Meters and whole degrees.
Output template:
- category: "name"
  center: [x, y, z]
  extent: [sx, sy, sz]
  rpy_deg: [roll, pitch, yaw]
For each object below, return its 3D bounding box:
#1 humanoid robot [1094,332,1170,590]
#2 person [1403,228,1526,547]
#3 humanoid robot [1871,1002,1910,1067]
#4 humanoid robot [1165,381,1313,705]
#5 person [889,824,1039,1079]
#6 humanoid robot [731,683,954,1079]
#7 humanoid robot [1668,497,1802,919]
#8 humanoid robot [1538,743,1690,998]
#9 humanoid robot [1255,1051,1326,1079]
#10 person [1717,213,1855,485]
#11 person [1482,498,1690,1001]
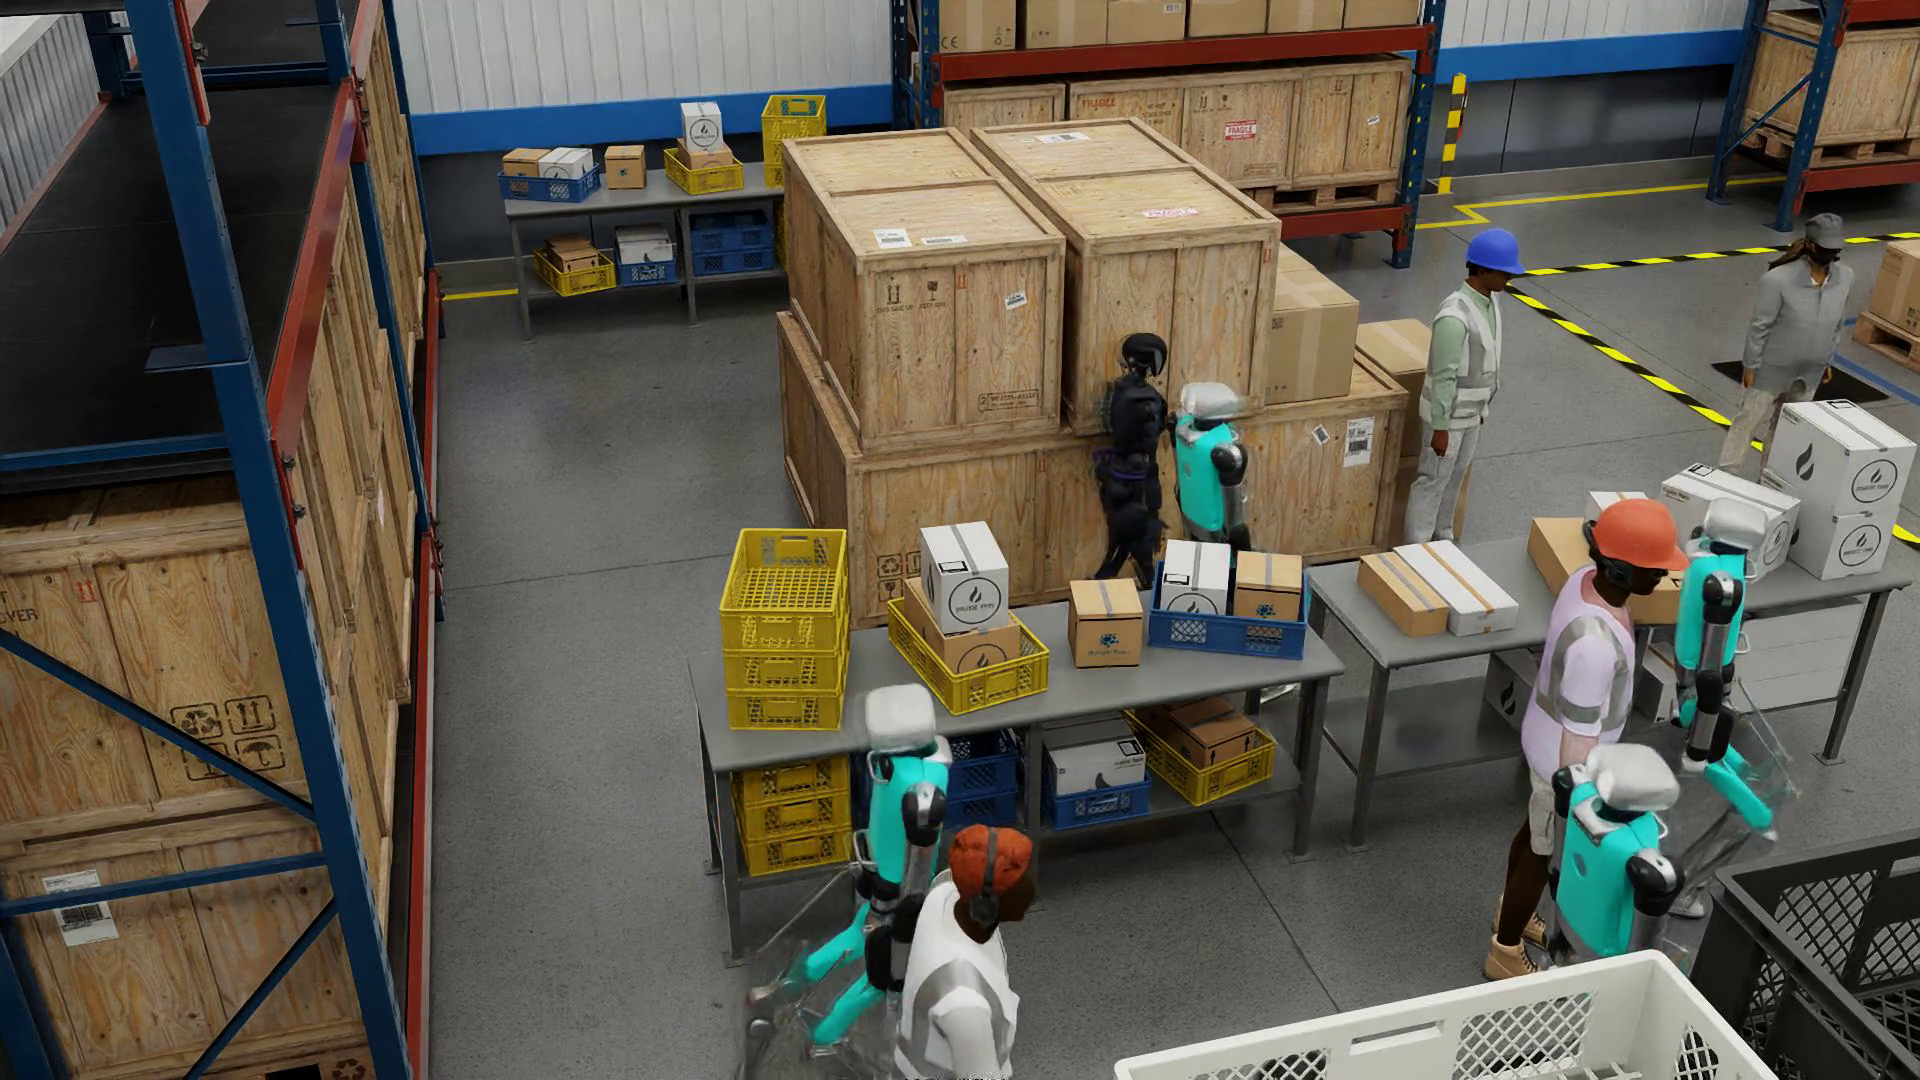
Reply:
- category: "humanoid robot"
  center: [0.833, -0.240, 8.138]
  extent: [0.789, 1.624, 0.603]
  rpy_deg: [-5, 29, -9]
- category: "person"
  center: [2.589, -0.678, 8.622]
  extent: [0.411, 1.939, 0.602]
  rpy_deg: [20, 34, 32]
- category: "humanoid robot"
  center: [2.236, 1.820, 4.358]
  extent: [0.549, 1.637, 0.603]
  rpy_deg: [17, 33, 28]
- category: "humanoid robot"
  center: [1.275, 0.077, 7.462]
  extent: [1.025, 1.734, 0.555]
  rpy_deg: [-12, 31, -21]
- category: "person"
  center: [0.074, 1.550, 4.683]
  extent: [0.965, 1.834, 0.613]
  rpy_deg: [1, 29, 1]
- category: "humanoid robot"
  center: [-0.500, 1.271, 5.304]
  extent: [0.962, 1.763, 0.540]
  rpy_deg: [-5, 29, -10]
- category: "humanoid robot"
  center: [2.964, 0.680, 6.313]
  extent: [0.666, 1.756, 0.538]
  rpy_deg: [8, 30, 14]
- category: "humanoid robot"
  center: [2.102, 1.367, 5.132]
  extent: [0.859, 1.784, 0.541]
  rpy_deg: [-6, 29, -11]
- category: "humanoid robot"
  center: [0.867, 1.890, 4.223]
  extent: [0.596, 1.634, 0.401]
  rpy_deg: [21, 35, 33]
- category: "person"
  center: [4.650, -0.989, 9.353]
  extent: [0.571, 1.769, 0.398]
  rpy_deg: [-5, 29, -8]
- category: "person"
  center: [2.208, 0.755, 5.926]
  extent: [0.404, 2.035, 0.598]
  rpy_deg: [9, 30, 15]
